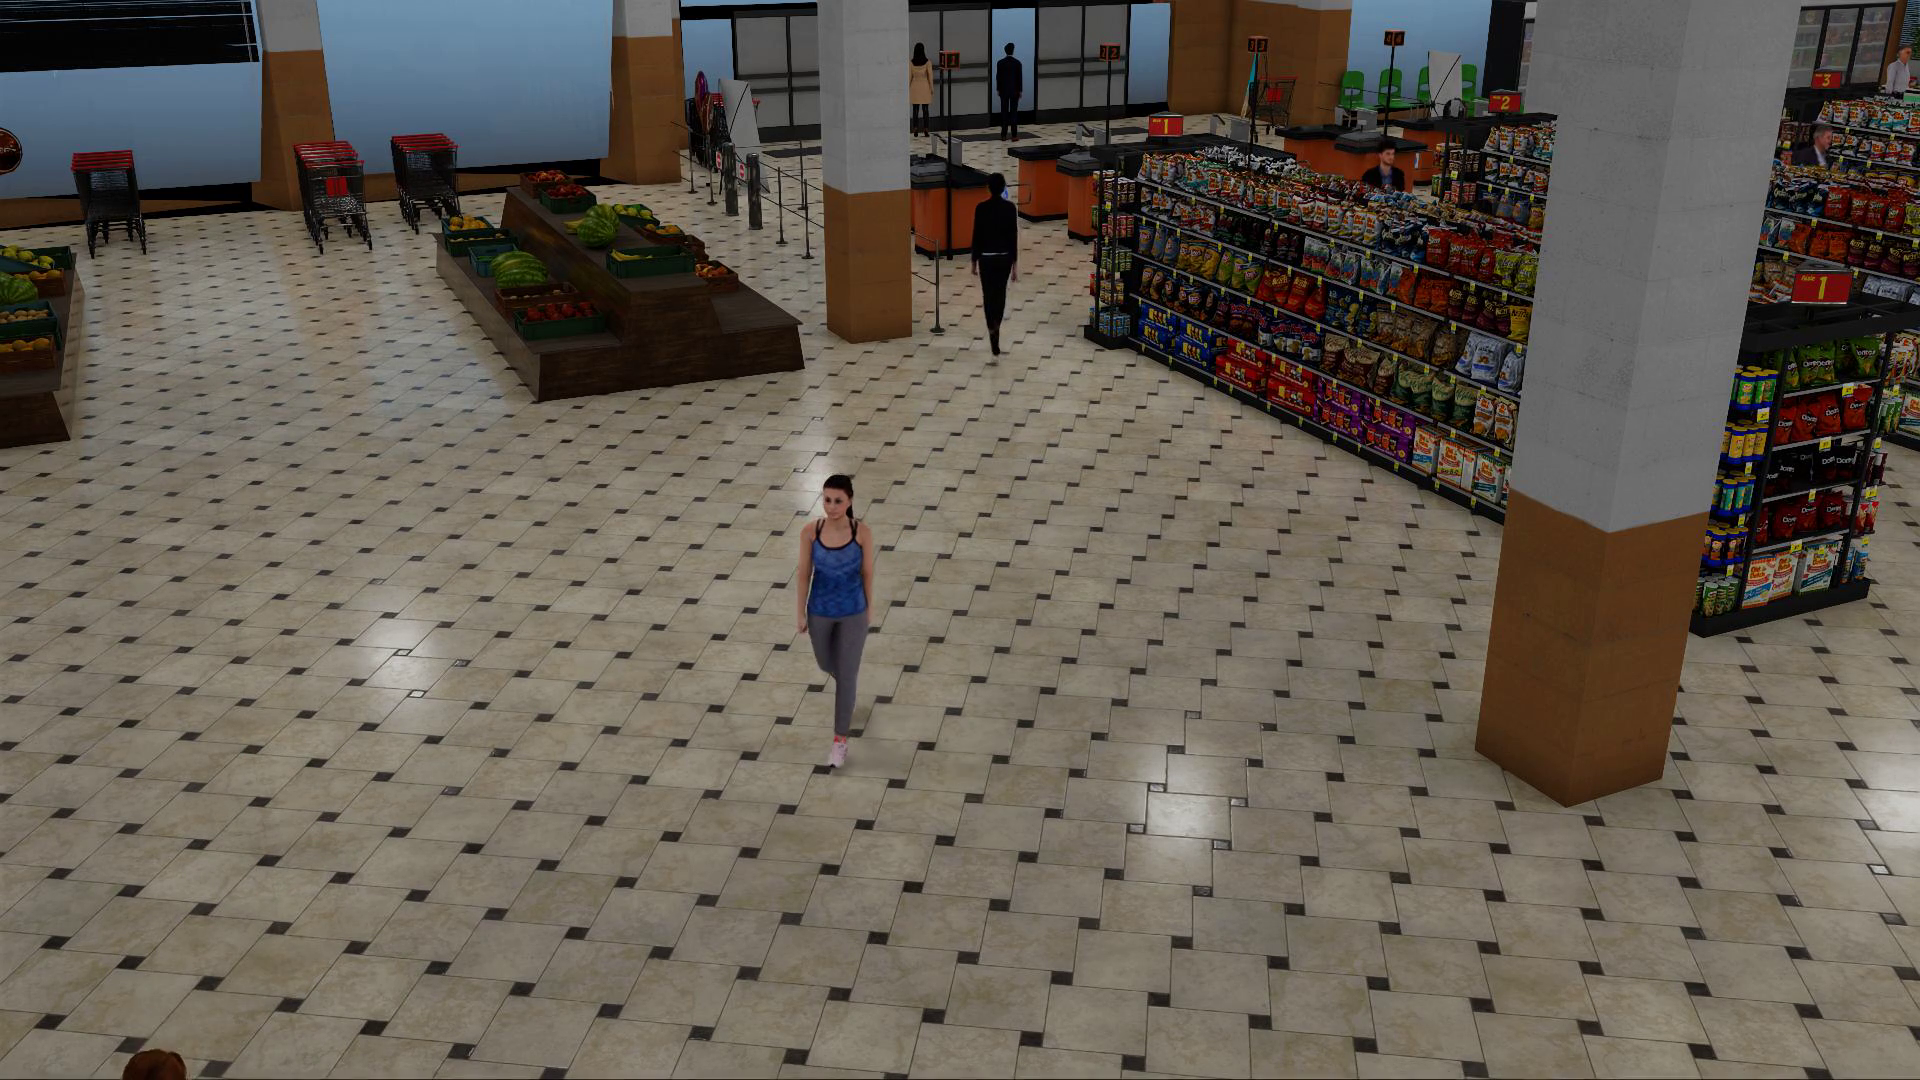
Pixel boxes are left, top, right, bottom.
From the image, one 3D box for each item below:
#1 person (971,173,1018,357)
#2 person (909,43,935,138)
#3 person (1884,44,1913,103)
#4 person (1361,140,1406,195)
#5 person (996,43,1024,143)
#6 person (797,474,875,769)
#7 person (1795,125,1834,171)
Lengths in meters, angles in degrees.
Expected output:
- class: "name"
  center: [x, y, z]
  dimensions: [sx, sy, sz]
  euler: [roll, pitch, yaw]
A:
- class: "person"
  center: [0.350, -2.687, 16.510]
  dimensions: [0.889, 1.799, 1.195]
  euler: [-2, 22, -4]
- class: "person"
  center: [-0.729, -8.266, 30.553]
  dimensions: [0.711, 1.682, 0.711]
  euler: [3, 22, 6]
- class: "person"
  center: [16.321, -7.741, 29.065]
  dimensions: [0.665, 1.816, 0.576]
  euler: [-13, 25, -28]
- class: "person"
  center: [4.594, -3.495, 18.477]
  dimensions: [0.778, 1.832, 1.247]
  euler: [-6, 23, -14]
- class: "person"
  center: [0.891, -8.098, 30.075]
  dimensions: [0.710, 1.727, 0.734]
  euler: [4, 22, 11]
- class: "person"
  center: [-0.670, 0.386, 9.153]
  dimensions: [0.935, 1.583, 1.119]
  euler: [3, 22, 8]
- class: "person"
  center: [10.025, -4.058, 19.899]
  dimensions: [0.775, 1.817, 0.742]
  euler: [-15, 26, -33]
